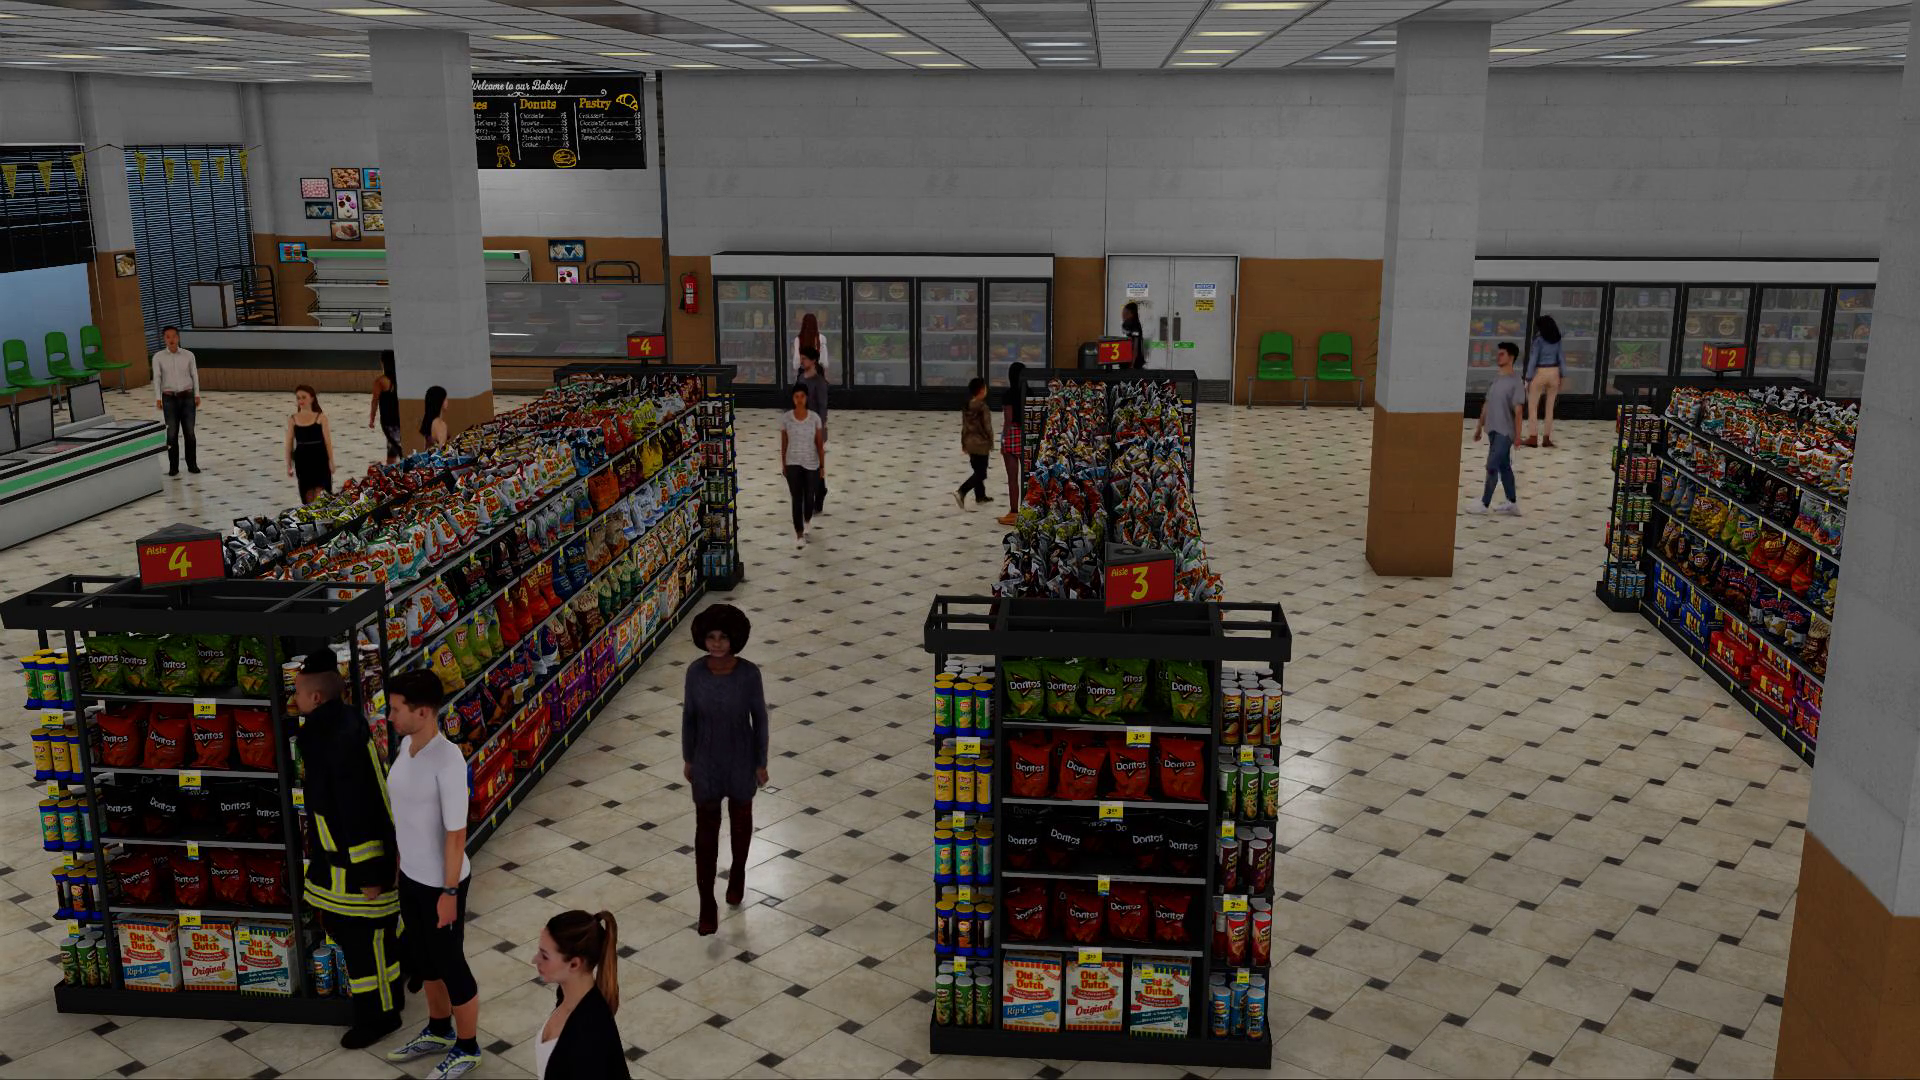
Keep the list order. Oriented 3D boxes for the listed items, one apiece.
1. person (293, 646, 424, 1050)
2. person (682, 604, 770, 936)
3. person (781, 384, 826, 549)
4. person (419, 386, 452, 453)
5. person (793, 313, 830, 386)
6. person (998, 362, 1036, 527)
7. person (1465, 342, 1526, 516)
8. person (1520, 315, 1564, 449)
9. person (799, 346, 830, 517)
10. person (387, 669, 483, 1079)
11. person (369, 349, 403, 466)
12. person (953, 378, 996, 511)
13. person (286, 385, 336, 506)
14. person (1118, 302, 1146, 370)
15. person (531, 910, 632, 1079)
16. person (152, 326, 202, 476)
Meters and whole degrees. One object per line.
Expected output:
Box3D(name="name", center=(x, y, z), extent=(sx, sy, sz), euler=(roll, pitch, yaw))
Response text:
Box3D(name="person", center=(-2.637, 1.367, 7.510), extent=(1.095, 1.838, 1.039), euler=(-8, 16, -31))
Box3D(name="person", center=(-1.216, 1.149, 8.740), extent=(0.678, 1.682, 0.992), euler=(0, 14, -1))
Box3D(name="person", center=(-1.580, -0.751, 16.742), extent=(0.733, 1.603, 1.148), euler=(-1, 14, -5))
Box3D(name="person", center=(-4.970, -0.523, 15.541), extent=(1.100, 1.726, 1.132), euler=(-8, 16, -29))
Box3D(name="person", center=(-1.978, -2.132, 22.104), extent=(0.677, 1.758, 0.628), euler=(-2, 14, -7))
Box3D(name="person", center=(0.617, -1.030, 17.622), extent=(0.786, 1.728, 0.714), euler=(13, 19, 43))
Box3D(name="person", center=(5.944, -1.183, 17.970), extent=(0.942, 1.862, 0.993), euler=(-3, 14, -14))
Box3D(name="person", center=(7.750, -2.093, 21.966), extent=(0.744, 1.748, 0.638), euler=(2, 14, 8))
Box3D(name="person", center=(-1.541, -1.182, 18.010), extent=(0.917, 1.842, 0.851), euler=(-10, 17, -35))
Box3D(name="person", center=(-2.283, 1.432, 7.209), extent=(0.794, 1.854, 0.749), euler=(-13, 18, -42))
Box3D(name="person", center=(-6.459, -1.338, 19.125), extent=(0.995, 1.619, 1.117), euler=(9, 17, 34))
Box3D(name="person", center=(0.142, -1.034, 18.264), extent=(0.965, 1.434, 0.912), euler=(-11, 17, -38))
Box3D(name="person", center=(-6.517, -0.771, 16.811), extent=(0.642, 1.607, 0.693), euler=(-1, 14, -5))
Box3D(name="person", center=(2.510, -2.539, 23.872), extent=(0.883, 1.716, 0.853), euler=(-4, 14, -18))
Box3D(name="person", center=(-1.097, 1.983, 5.398), extent=(0.980, 1.636, 1.132), euler=(-4, 14, -18))
Box3D(name="person", center=(-9.525, -1.712, 20.259), extent=(0.734, 1.811, 0.749), euler=(-8, 16, -29))
